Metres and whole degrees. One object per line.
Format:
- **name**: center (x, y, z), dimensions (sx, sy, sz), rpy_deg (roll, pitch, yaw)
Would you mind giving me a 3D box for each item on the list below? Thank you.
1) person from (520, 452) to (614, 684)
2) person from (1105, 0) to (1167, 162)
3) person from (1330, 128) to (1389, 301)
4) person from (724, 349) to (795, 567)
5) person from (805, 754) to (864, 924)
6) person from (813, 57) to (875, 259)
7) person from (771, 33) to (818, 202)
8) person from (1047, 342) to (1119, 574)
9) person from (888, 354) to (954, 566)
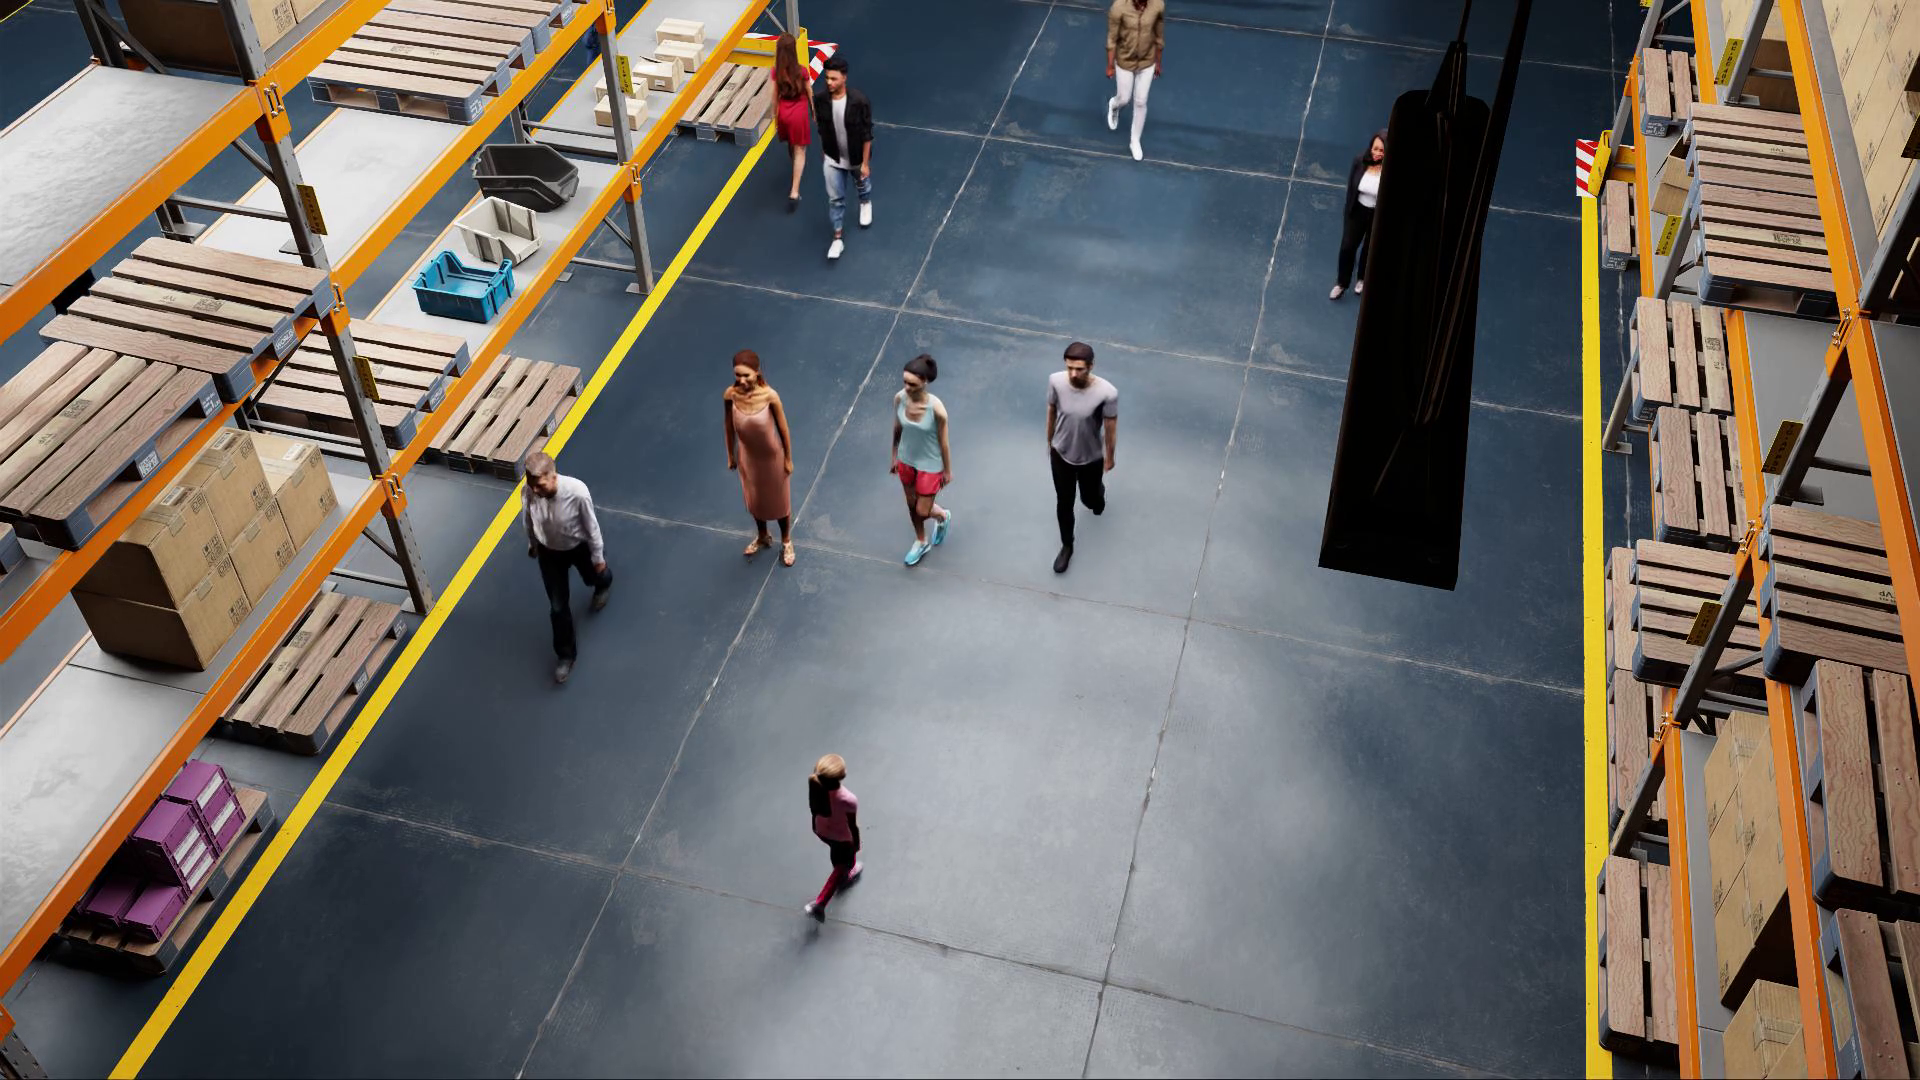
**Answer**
- **person**: center (-2.551, 0.000, 10.976), dimensions (0.853, 1.760, 1.275), rpy_deg (5, 44, 5)
- **person**: center (1.630, -4.539, 15.707), dimensions (0.938, 1.806, 1.039), rpy_deg (-8, 44, -8)
- **person**: center (3.490, -2.784, 14.014), dimensions (0.664, 1.599, 0.704), rpy_deg (15, 45, 15)
- **person**: center (-1.366, -0.581, 11.536), dimensions (0.627, 1.829, 0.537), rpy_deg (4, 44, 4)
- **person**: center (-0.750, 1.706, 9.550), dimensions (0.639, 1.256, 0.843), rpy_deg (25, 49, 24)
- **person**: center (-0.954, -3.447, 14.596), dimensions (0.752, 1.757, 1.192), rpy_deg (8, 44, 8)
- **person**: center (-1.519, -3.822, 15.160), dimensions (0.572, 1.523, 1.047), rpy_deg (8, 44, 8)
- **person**: center (0.854, -0.656, 11.605), dimensions (0.725, 1.841, 1.022), rpy_deg (14, 45, 15)
- **person**: center (-0.219, -0.576, 11.586), dimensions (0.724, 1.752, 0.795), rpy_deg (24, 48, 23)
